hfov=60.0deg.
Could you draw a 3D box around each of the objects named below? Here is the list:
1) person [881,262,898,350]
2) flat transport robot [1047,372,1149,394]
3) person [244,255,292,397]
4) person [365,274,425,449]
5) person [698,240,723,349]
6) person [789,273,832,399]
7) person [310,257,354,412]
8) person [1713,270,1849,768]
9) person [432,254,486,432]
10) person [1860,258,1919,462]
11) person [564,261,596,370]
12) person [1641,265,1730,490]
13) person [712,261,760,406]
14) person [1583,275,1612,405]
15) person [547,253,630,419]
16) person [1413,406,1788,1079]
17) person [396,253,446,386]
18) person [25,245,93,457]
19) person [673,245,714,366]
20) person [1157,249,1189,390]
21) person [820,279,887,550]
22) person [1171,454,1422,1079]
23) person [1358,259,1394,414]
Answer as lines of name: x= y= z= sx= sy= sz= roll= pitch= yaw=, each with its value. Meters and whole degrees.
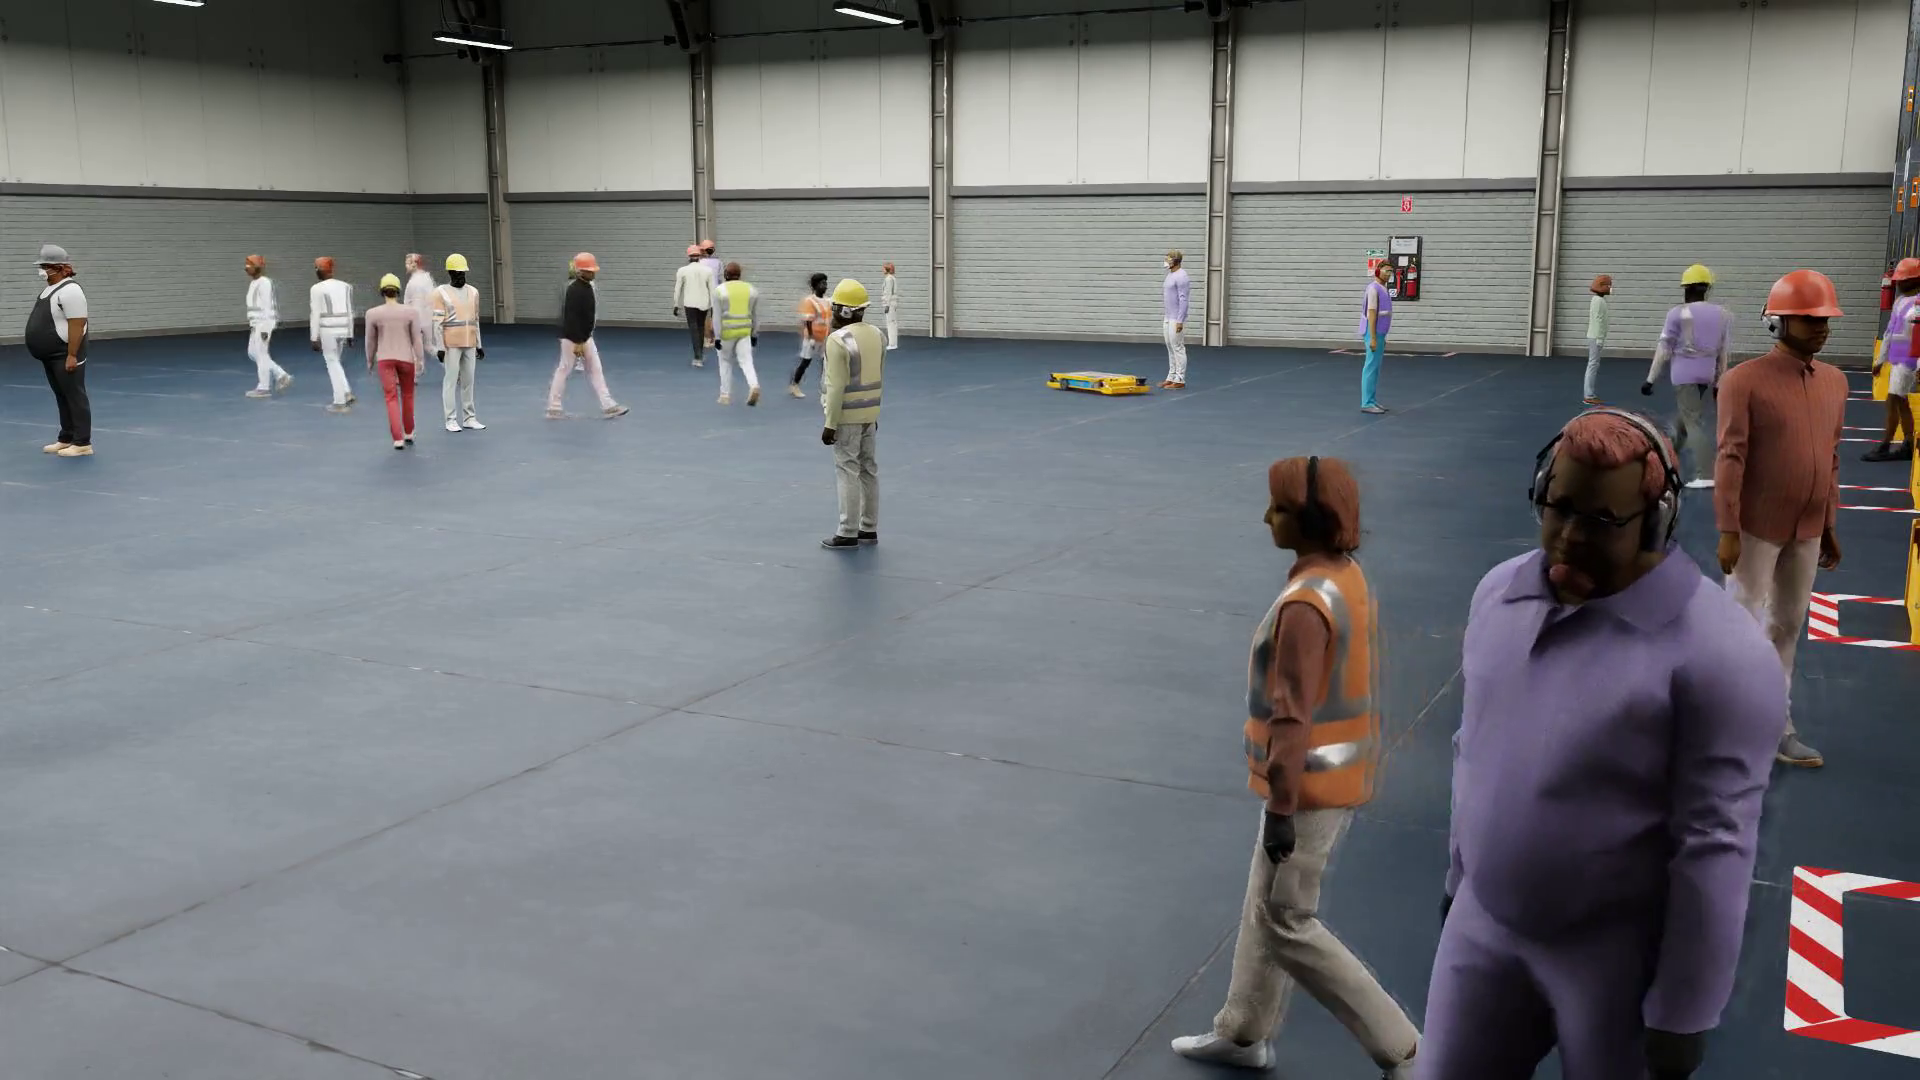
person: x=-1.310 y=-4.360 z=31.012 sx=0.310 sy=1.636 sz=0.523 roll=1 pitch=10 yaw=7
flat transport robot: x=1.877 y=-2.163 z=22.759 sx=0.652 sy=0.197 sz=1.431 roll=-7 pitch=13 yaw=-34
person: x=-9.206 y=-2.820 z=21.967 sx=0.502 sy=1.873 sz=0.605 roll=-7 pitch=13 yaw=-34
person: x=-5.717 y=-1.809 z=16.820 sx=0.552 sy=1.725 sz=0.851 roll=-4 pitch=11 yaw=-21
person: x=-4.750 y=-4.630 z=31.372 sx=0.377 sy=2.044 sz=0.607 roll=9 pitch=14 yaw=40
person: x=-1.876 y=-2.630 z=21.550 sx=0.908 sy=1.649 sz=0.534 roll=7 pitch=13 yaw=35
person: x=-7.606 y=-2.478 z=20.103 sx=0.452 sy=1.868 sz=0.602 roll=5 pitch=11 yaw=24
person: x=3.253 y=-0.065 z=6.610 sx=0.609 sy=1.995 sz=0.376 roll=-4 pitch=11 yaw=-20
person: x=-5.454 y=-2.149 z=18.156 sx=0.370 sy=1.925 sz=0.595 roll=7 pitch=13 yaw=35
person: x=8.828 y=-1.684 z=15.650 sx=0.555 sy=1.919 sz=0.591 roll=0 pitch=10 yaw=1
person: x=-6.017 y=-3.554 z=26.355 sx=0.502 sy=1.725 sz=0.397 roll=-6 pitch=12 yaw=-31
person: x=6.193 y=-1.392 z=14.170 sx=0.606 sy=1.872 sz=0.975 roll=-4 pitch=11 yaw=-20
person: x=-2.796 y=-2.583 z=20.846 sx=0.635 sy=1.814 sz=0.848 roll=-6 pitch=12 yaw=-31
person: x=8.069 y=-2.528 z=21.031 sx=0.269 sy=1.632 sz=0.507 roll=3 pitch=11 yaw=17
person: x=-4.343 y=-2.333 z=19.173 sx=1.061 sy=1.921 sz=0.622 roll=2 pitch=11 yaw=13
person: x=1.134 y=0.675 z=2.981 sx=0.882 sy=1.865 sz=0.694 roll=-5 pitch=11 yaw=-25
person: x=-7.639 y=-3.129 z=23.648 sx=0.812 sy=1.878 sz=0.649 roll=0 pitch=10 yaw=2
person: x=-8.743 y=-1.832 z=16.122 sx=0.683 sy=2.000 sz=0.538 roll=10 pitch=15 yaw=44
person: x=-4.409 y=-3.870 z=27.444 sx=0.636 sy=1.949 sz=0.945 roll=-5 pitch=12 yaw=-28
person: x=2.964 y=-3.042 z=22.998 sx=0.355 sy=1.938 sz=0.637 roll=-2 pitch=11 yaw=-10
person: x=-0.745 y=-0.850 z=11.322 sx=0.404 sy=1.837 sz=0.590 roll=6 pitch=12 yaw=30
person: x=0.857 y=0.595 z=4.038 sx=0.671 sy=1.621 sz=0.532 roll=4 pitch=11 yaw=22
person: x=5.006 y=-2.448 z=20.028 sx=0.397 sy=1.840 sz=0.564 roll=5 pitch=12 yaw=26
